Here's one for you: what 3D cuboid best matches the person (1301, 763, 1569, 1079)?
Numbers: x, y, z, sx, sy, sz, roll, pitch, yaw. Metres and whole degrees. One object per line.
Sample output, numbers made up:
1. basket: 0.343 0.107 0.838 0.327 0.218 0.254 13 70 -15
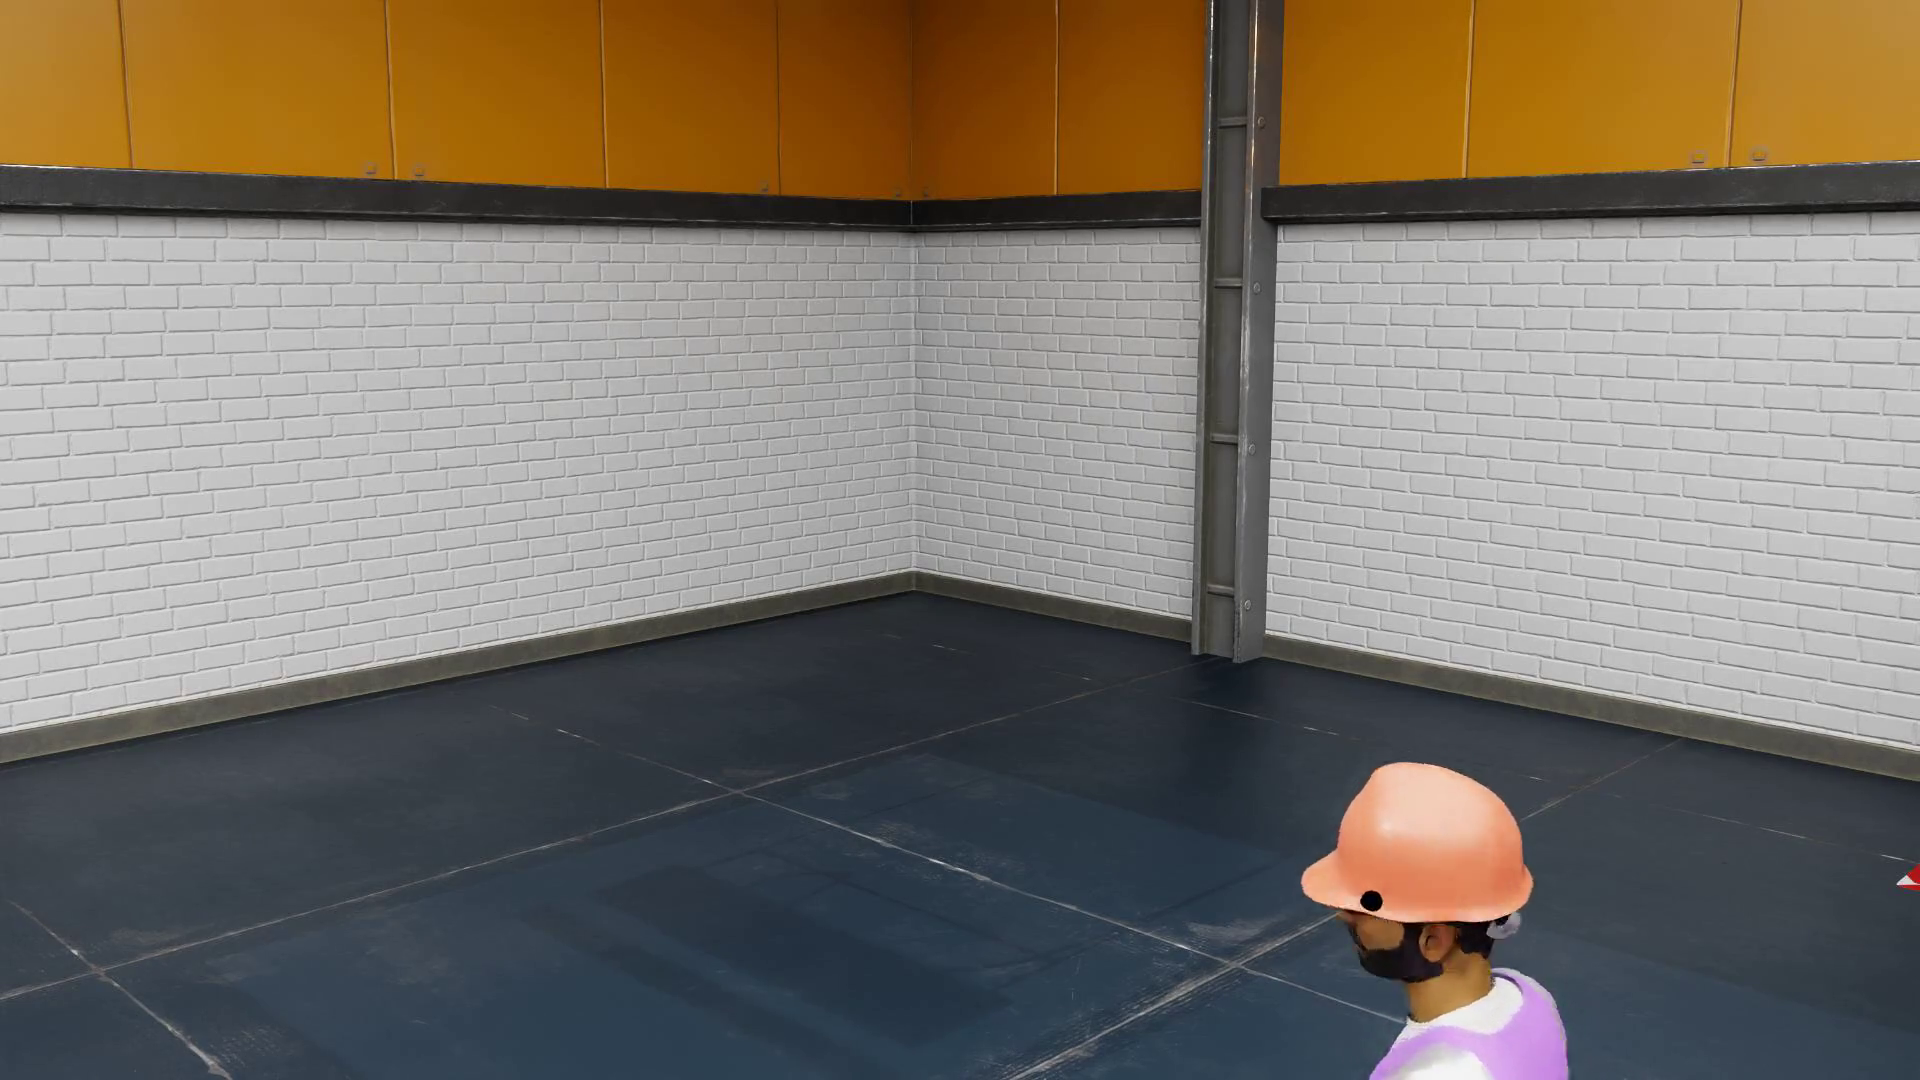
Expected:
1. person: 0.671 1.262 2.421 0.365 1.928 0.575 6 11 34
